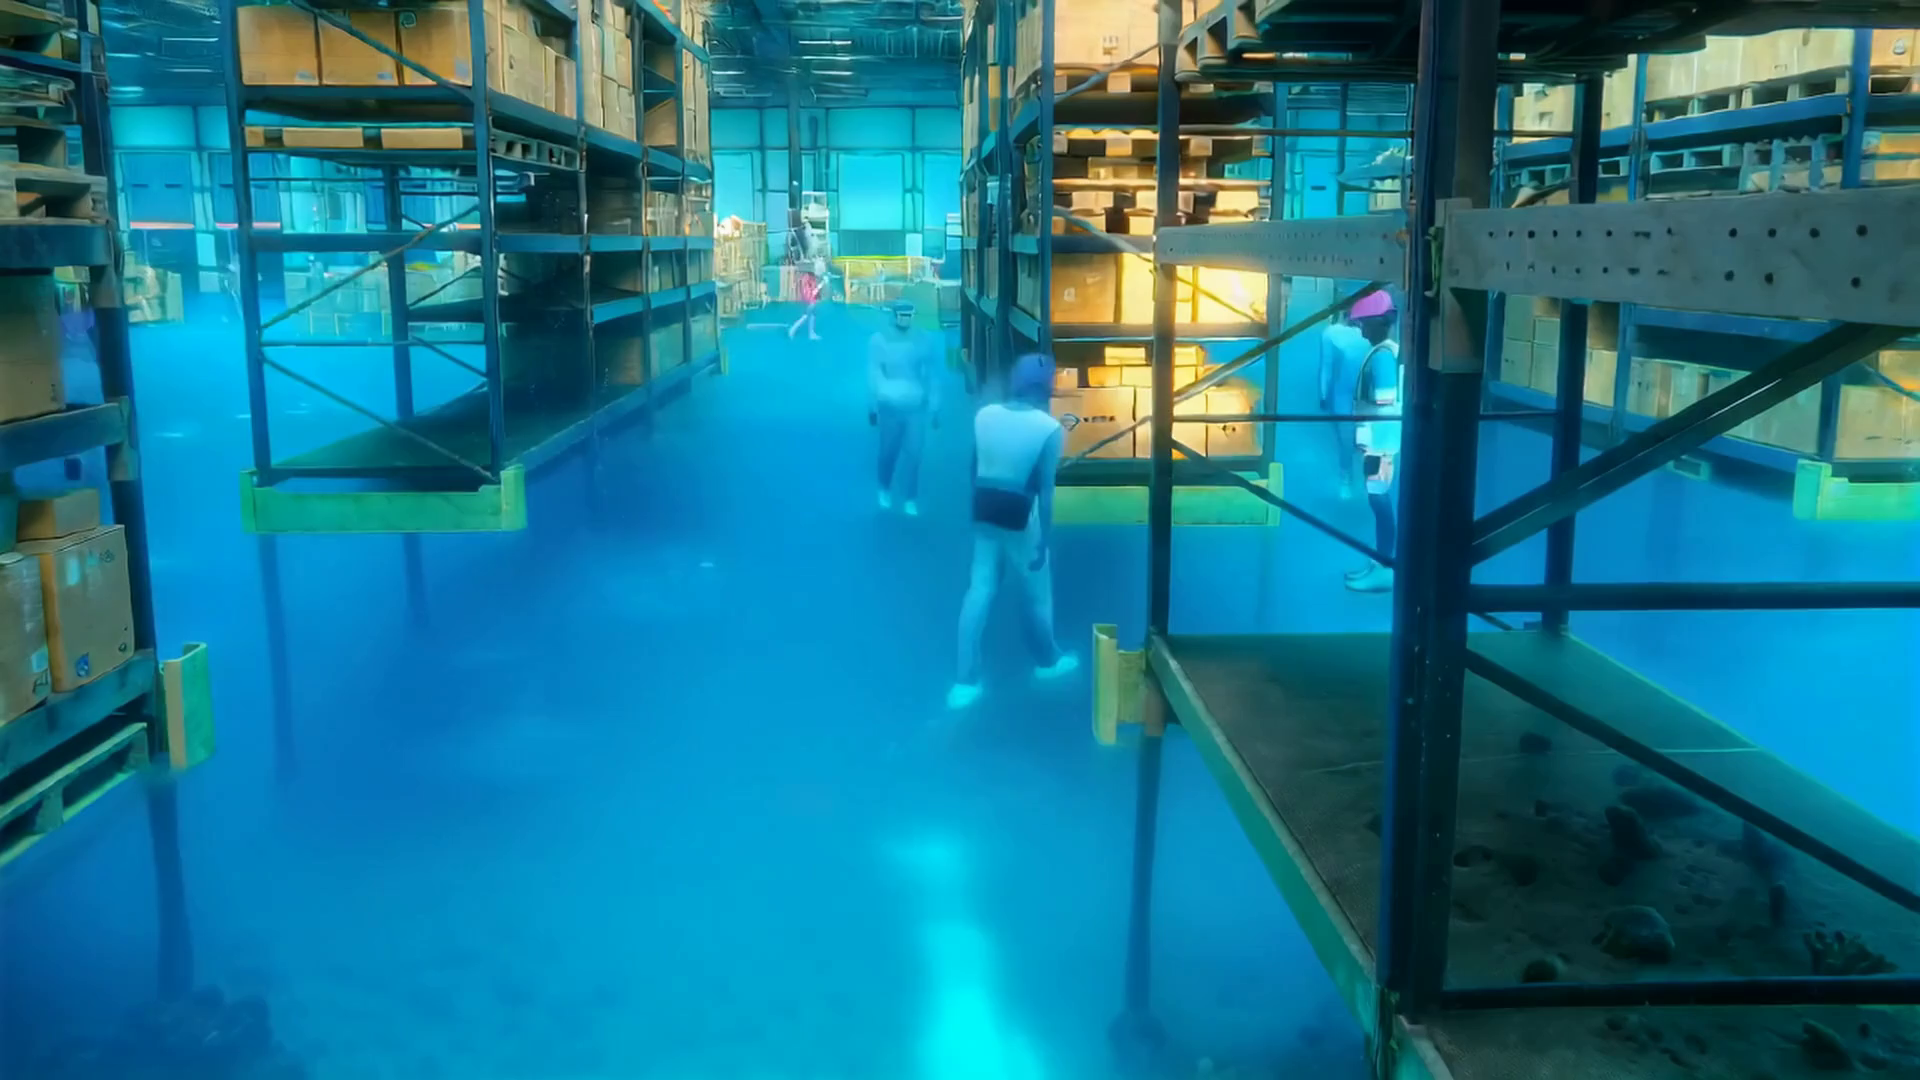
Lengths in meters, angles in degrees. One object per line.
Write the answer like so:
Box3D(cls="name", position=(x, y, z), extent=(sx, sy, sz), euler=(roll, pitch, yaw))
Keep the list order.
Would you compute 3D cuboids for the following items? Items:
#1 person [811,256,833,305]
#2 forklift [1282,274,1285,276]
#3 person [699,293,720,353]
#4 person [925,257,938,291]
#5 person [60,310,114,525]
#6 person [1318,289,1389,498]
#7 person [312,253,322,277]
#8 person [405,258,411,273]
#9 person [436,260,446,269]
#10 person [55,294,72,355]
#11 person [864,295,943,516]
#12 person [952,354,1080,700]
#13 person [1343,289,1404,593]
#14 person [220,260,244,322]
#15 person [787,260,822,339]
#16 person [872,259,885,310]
Box3D(cls="person", position=(-5.225, -9.716, 62.219), extent=(1.034, 1.820, 0.588), euler=(-5, 12, -28))
Box3D(cls="forklift", position=(12.244, -10.301, 62.506), extent=(1.129, 2.768, 1.873), euler=(0, 10, -2))
Box3D(cls="person", position=(-5.076, -4.457, 32.644), extent=(0.910, 1.922, 0.582), euler=(3, 11, 16))
Box3D(cls="person", position=(-0.971, -8.375, 54.661), extent=(0.511, 1.845, 0.341), euler=(8, 13, 38))
Box3D(cls="person", position=(-5.822, -0.596, 11.204), extent=(0.497, 1.885, 0.669), euler=(-3, 11, -15))
Box3D(cls="person", position=(3.613, -1.358, 15.359), extent=(0.640, 1.918, 0.619), euler=(1, 10, 6))
Box3D(cls="person", position=(-26.052, -10.692, 67.340), extent=(0.368, 1.926, 0.594), euler=(1, 10, 6))
Box3D(cls="person", position=(-21.318, -10.007, 64.089), extent=(0.884, 1.724, 0.532), euler=(-2, 10, -11))
Box3D(cls="person", position=(-16.042, -7.829, 51.787), extent=(0.977, 1.799, 0.639), euler=(-4, 11, -21))
Box3D(cls="person", position=(-11.885, -2.394, 21.807), extent=(0.680, 1.674, 0.533), euler=(-2, 10, -8))
Box3D(cls="person", position=(-0.475, -1.145, 14.254), extent=(0.648, 1.891, 0.437), euler=(-2, 10, -13))
Box3D(cls="person", position=(0.288, -0.073, 8.611), extent=(0.607, 1.777, 1.014), euler=(7, 12, 33))
Box3D(cls="person", position=(2.772, -0.660, 11.138), extent=(0.394, 2.040, 0.609), euler=(3, 11, 15))
Box3D(cls="person", position=(-21.247, -7.253, 48.520), extent=(0.917, 1.834, 0.530), euler=(2, 10, 8))
Box3D(cls="person", position=(-3.739, -5.732, 39.777), extent=(0.764, 1.918, 0.549), euler=(-2, 10, -10))
Box3D(cls="person", position=(-2.843, -8.832, 57.517), extent=(0.483, 1.736, 0.311), euler=(5, 11, 24))
